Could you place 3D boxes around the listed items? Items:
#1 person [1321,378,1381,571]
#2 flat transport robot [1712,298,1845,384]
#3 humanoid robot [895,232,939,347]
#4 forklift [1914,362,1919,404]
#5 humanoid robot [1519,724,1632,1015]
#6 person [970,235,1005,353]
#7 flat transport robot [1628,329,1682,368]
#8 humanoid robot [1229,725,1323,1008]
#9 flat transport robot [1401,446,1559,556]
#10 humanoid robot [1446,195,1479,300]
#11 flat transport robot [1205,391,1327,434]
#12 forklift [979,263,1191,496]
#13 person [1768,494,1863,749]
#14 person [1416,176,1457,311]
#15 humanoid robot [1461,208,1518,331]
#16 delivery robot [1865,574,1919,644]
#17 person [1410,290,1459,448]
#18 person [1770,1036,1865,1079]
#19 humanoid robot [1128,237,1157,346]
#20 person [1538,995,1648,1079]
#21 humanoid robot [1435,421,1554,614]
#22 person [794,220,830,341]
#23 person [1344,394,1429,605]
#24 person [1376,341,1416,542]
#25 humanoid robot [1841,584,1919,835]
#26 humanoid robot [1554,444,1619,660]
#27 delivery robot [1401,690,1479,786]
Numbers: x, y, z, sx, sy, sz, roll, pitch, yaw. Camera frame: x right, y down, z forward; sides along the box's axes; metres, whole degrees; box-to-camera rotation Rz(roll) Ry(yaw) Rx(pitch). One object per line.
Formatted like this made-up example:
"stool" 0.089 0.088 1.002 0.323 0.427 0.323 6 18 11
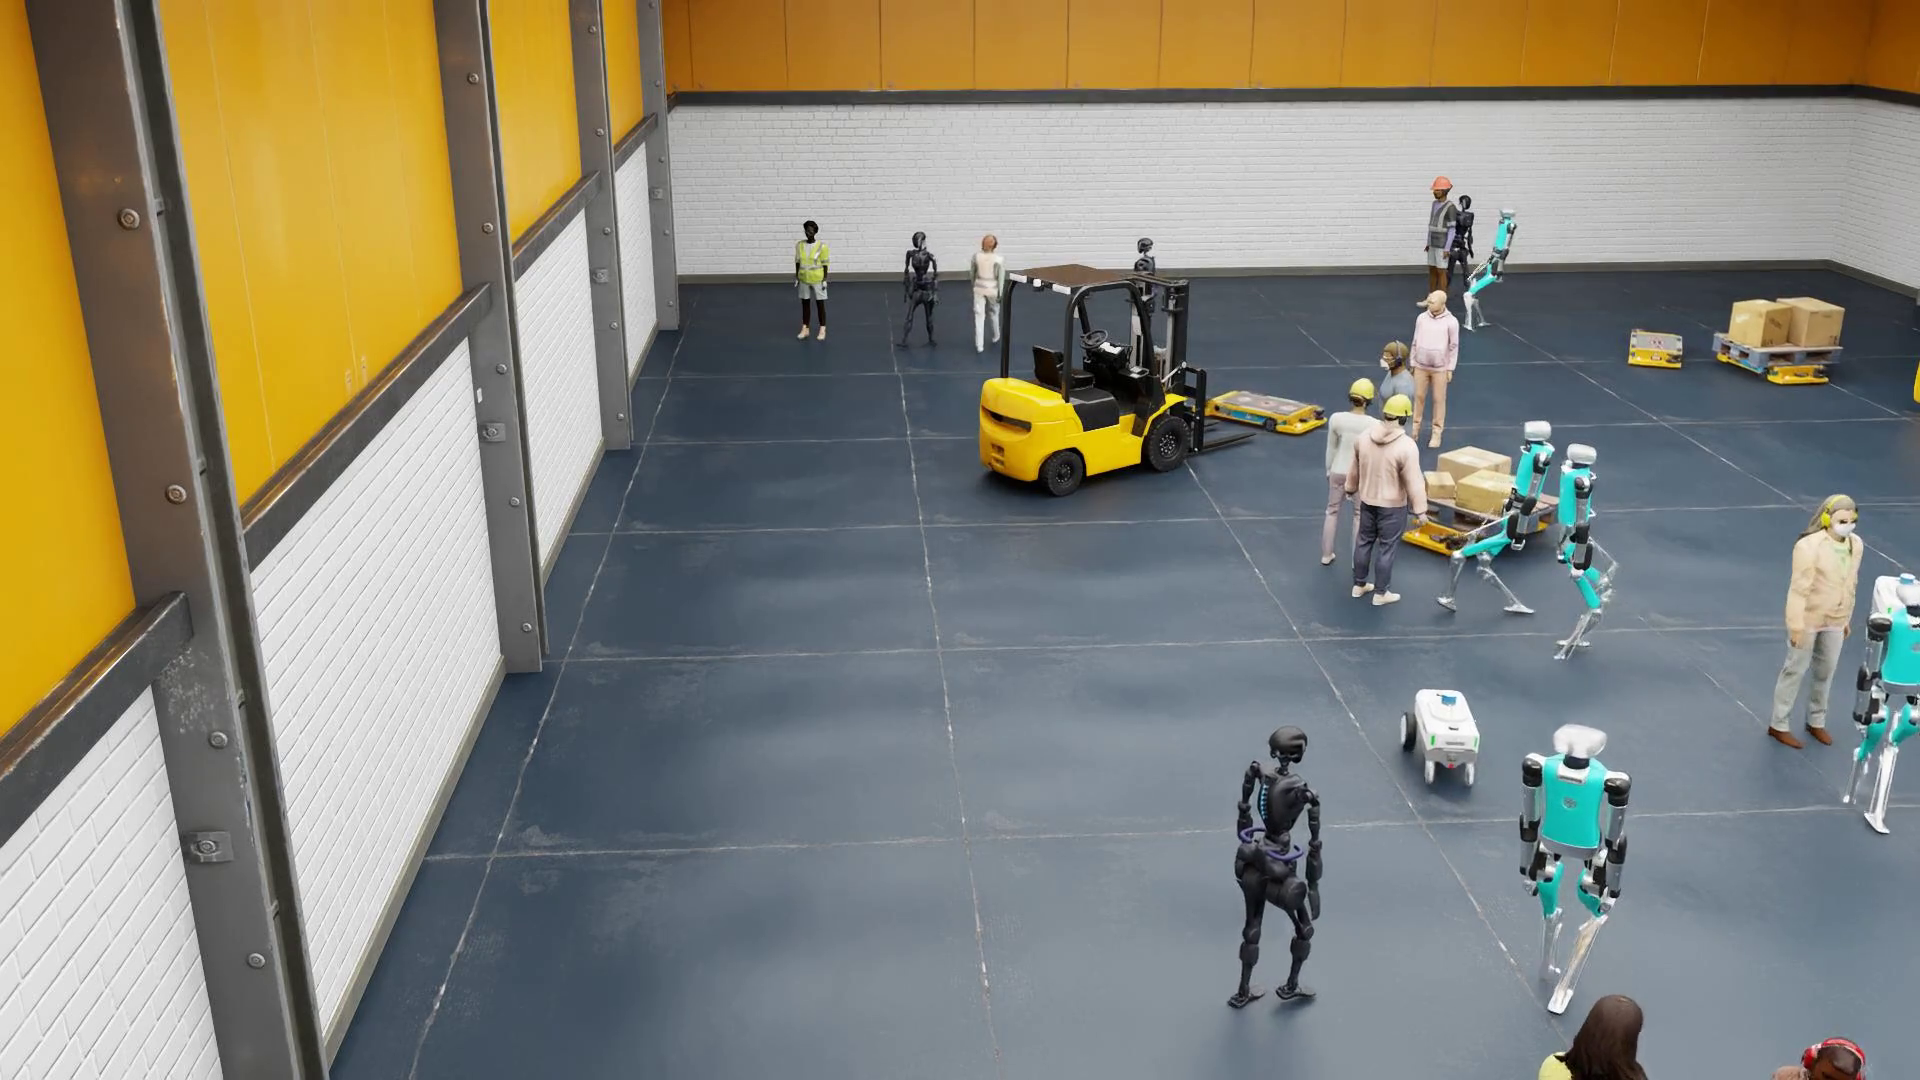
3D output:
"person" 3.568 -0.604 15.119 0.522 1.758 0.361 13 24 31
"flat transport robot" 10.720 -2.317 21.939 0.659 0.231 1.431 -3 20 -9
"humanoid robot" -0.547 -3.436 22.990 0.609 1.634 0.719 13 24 32
"forklift" 12.602 -2.435 19.475 2.313 2.155 1.214 -1 20 -4
"humanoid robot" 3.282 1.757 8.865 0.550 1.875 0.828 13 24 31
"person" 0.378 -3.435 23.069 0.505 1.580 0.895 3 20 9
"flat transport robot" 9.510 -2.612 22.743 0.659 0.231 1.431 8 22 20
"humanoid robot" 1.683 1.728 8.889 0.486 1.646 0.602 -14 25 -34
"flat transport robot" 4.964 -0.134 15.991 1.431 0.231 0.659 -15 25 -35
"humanoid robot" 7.843 -4.555 26.010 0.609 1.642 0.599 -14 24 -33
"flat transport robot" 3.579 -1.530 19.795 1.431 0.231 0.659 17 26 38
"forklift" 1.315 -1.764 17.646 2.313 2.155 1.214 -14 24 -33
"person" 6.073 0.561 11.785 0.570 1.873 0.418 -5 21 -14
"person" 7.269 -4.507 25.338 0.391 2.041 0.612 -5 21 -14
"humanoid robot" 7.599 -3.944 24.231 0.880 1.768 0.597 2 20 4
"delivery robot" 7.721 0.571 13.642 0.499 0.585 0.785 7 21 19
"person" 5.318 -1.932 18.697 0.523 1.780 0.406 14 24 33
"person" 3.265 2.607 6.552 0.614 1.617 0.484 -6 21 -17
"humanoid robot" 2.470 -3.248 22.439 0.343 1.649 0.590 7 21 17
"person" 2.418 2.570 6.469 0.511 1.763 0.400 18 27 40
"humanoid robot" 4.413 -0.150 13.972 0.997 1.767 0.557 3 20 9
"person" -2.104 -3.684 23.587 0.534 1.699 0.318 7 21 19
"person" 3.623 -0.340 14.254 0.435 1.853 0.825 -17 26 -38
"person" 4.108 -0.945 15.797 0.362 1.932 0.628 2 20 4
"humanoid robot" 5.928 1.094 10.683 0.554 1.910 0.732 4 20 10
"humanoid robot" 5.041 0.123 13.190 0.702 1.807 0.546 1 20 4
"delivery robot" 3.381 1.331 11.604 0.499 0.608 0.790 2 20 6
